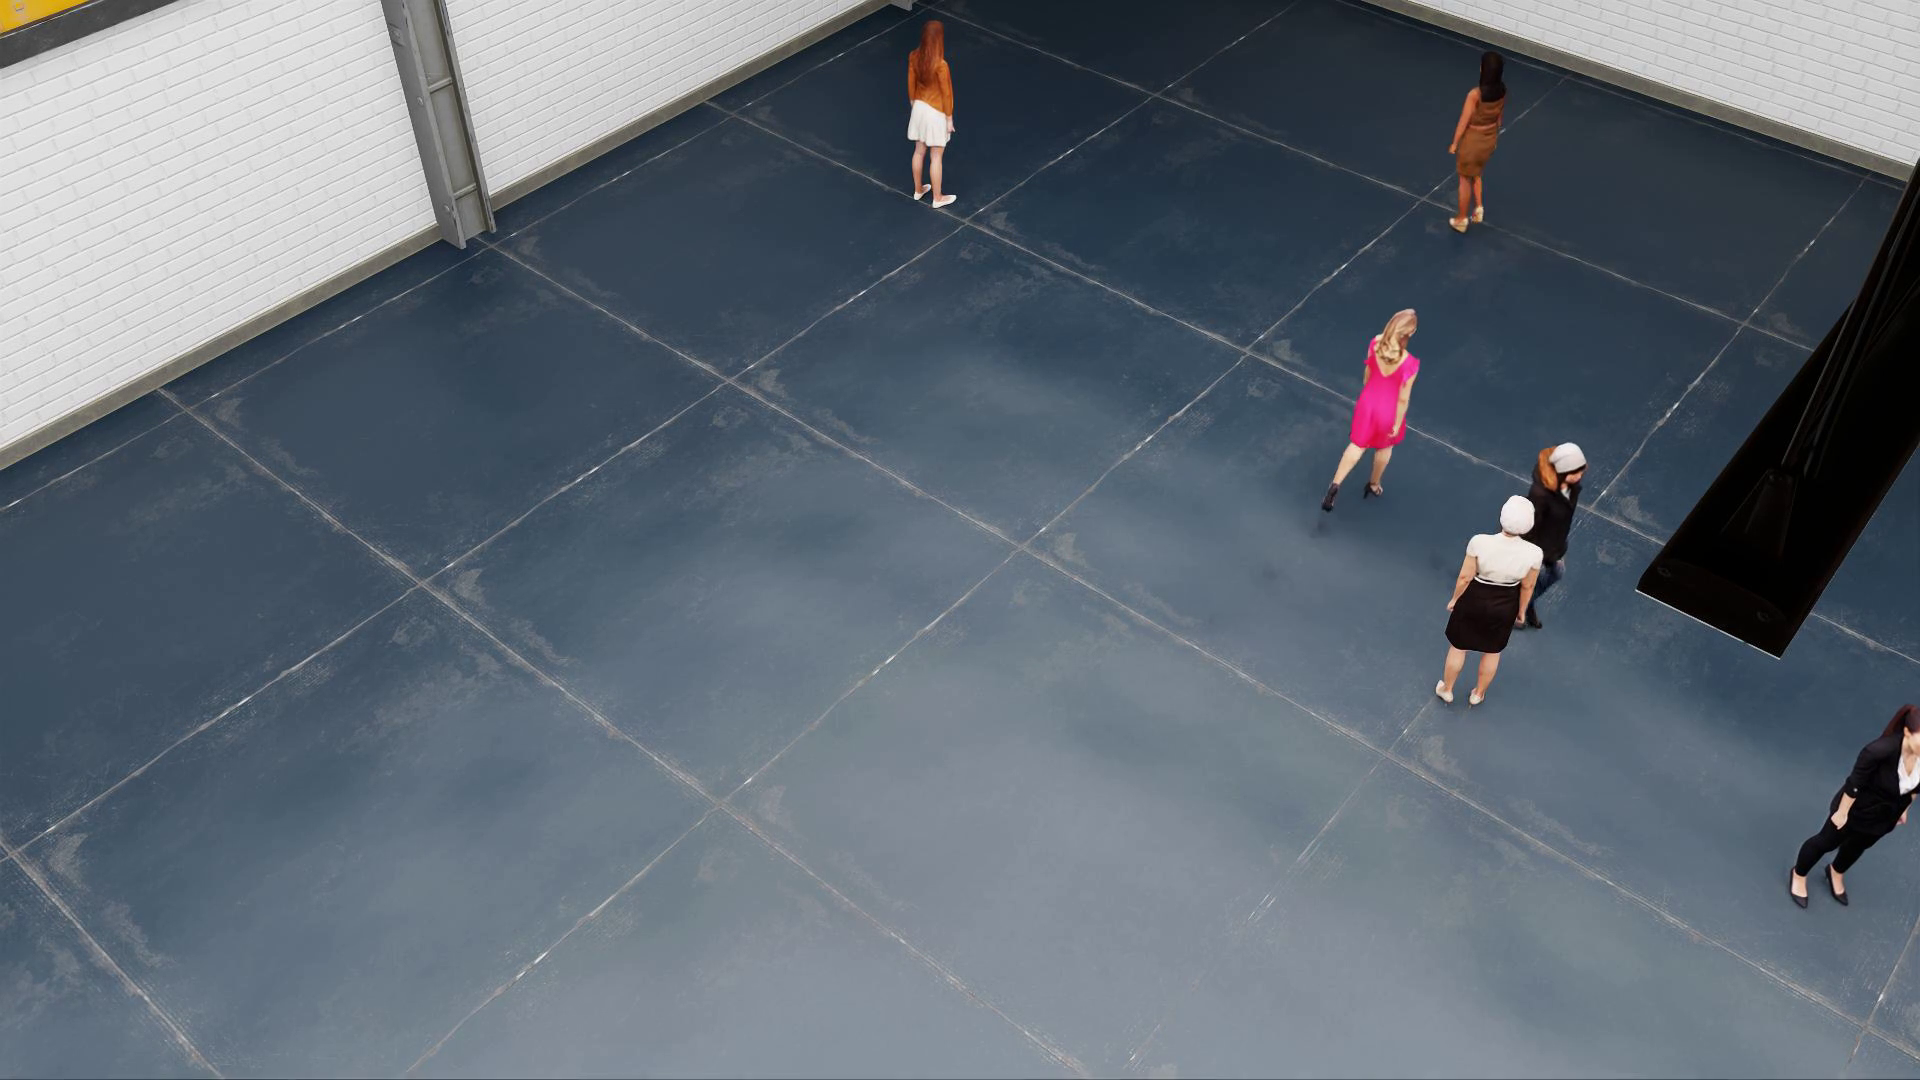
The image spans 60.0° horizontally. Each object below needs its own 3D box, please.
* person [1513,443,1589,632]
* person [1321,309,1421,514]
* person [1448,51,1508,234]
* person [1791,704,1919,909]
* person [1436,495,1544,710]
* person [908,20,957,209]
[{"bbox_3d":[3.734,-0.061,10.888,0.604,1.623,0.741,-28,50,-26],"label":"person"},{"bbox_3d":[2.888,-0.868,11.675,0.617,1.706,0.921,34,53,31],"label":"person"},{"bbox_3d":[4.498,-3.359,14.310,0.646,1.678,0.716,-23,48,-22],"label":"person"},{"bbox_3d":[5.057,1.473,9.253,0.666,1.658,0.736,-6,44,-6],"label":"person"},{"bbox_3d":[3.265,0.415,10.292,0.707,1.756,0.688,9,44,10],"label":"person"},{"bbox_3d":[-0.268,-3.766,14.708,0.617,1.719,0.547,30,51,27],"label":"person"}]
